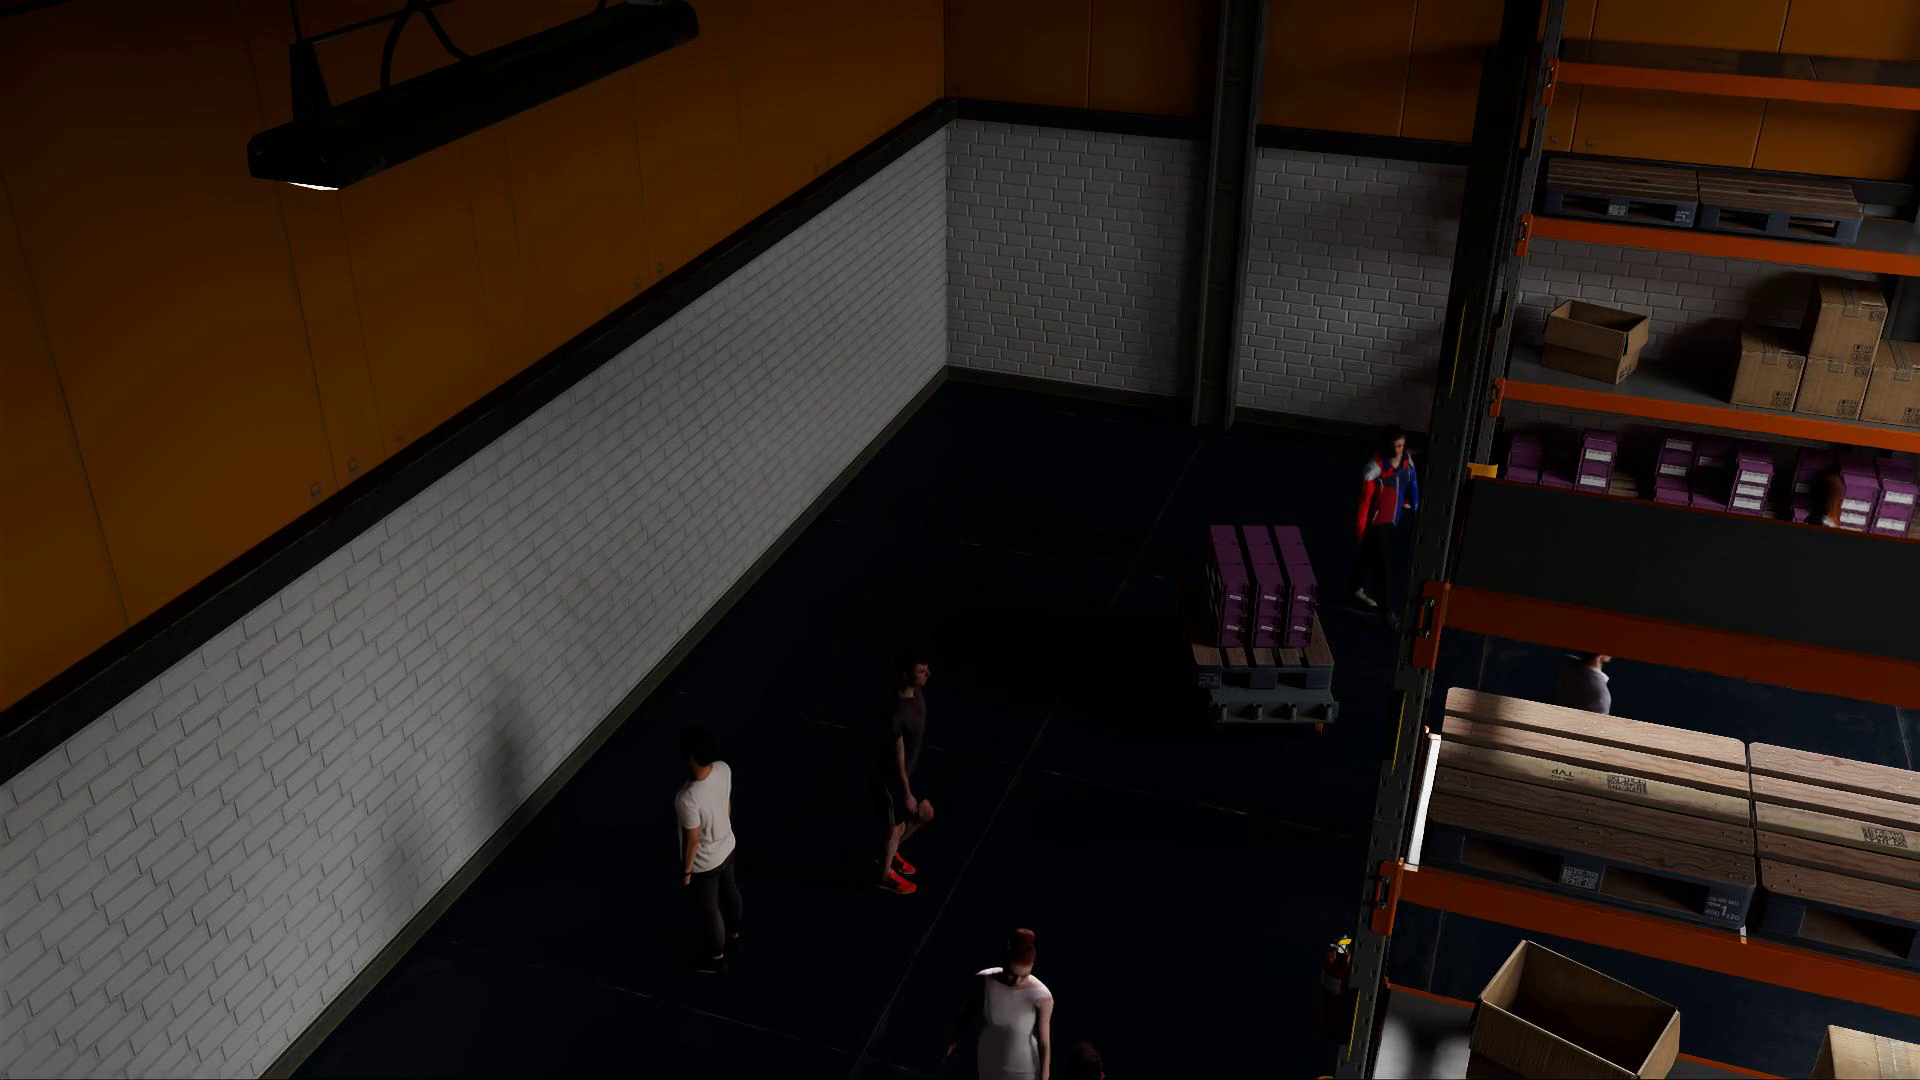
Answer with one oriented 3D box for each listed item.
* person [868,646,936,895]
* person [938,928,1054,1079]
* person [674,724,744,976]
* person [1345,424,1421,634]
[{"bbox_3d":[-0.489,1.443,10.363,0.641,1.832,0.649,9,30,16],"label":"person"},{"bbox_3d":[0.300,2.580,8.329,0.594,1.783,0.841,22,36,34],"label":"person"},{"bbox_3d":[-1.481,1.814,9.798,0.550,1.722,0.641,13,31,22],"label":"person"},{"bbox_3d":[3.333,-0.187,13.458,0.978,1.730,1.097,-22,36,-35],"label":"person"}]
